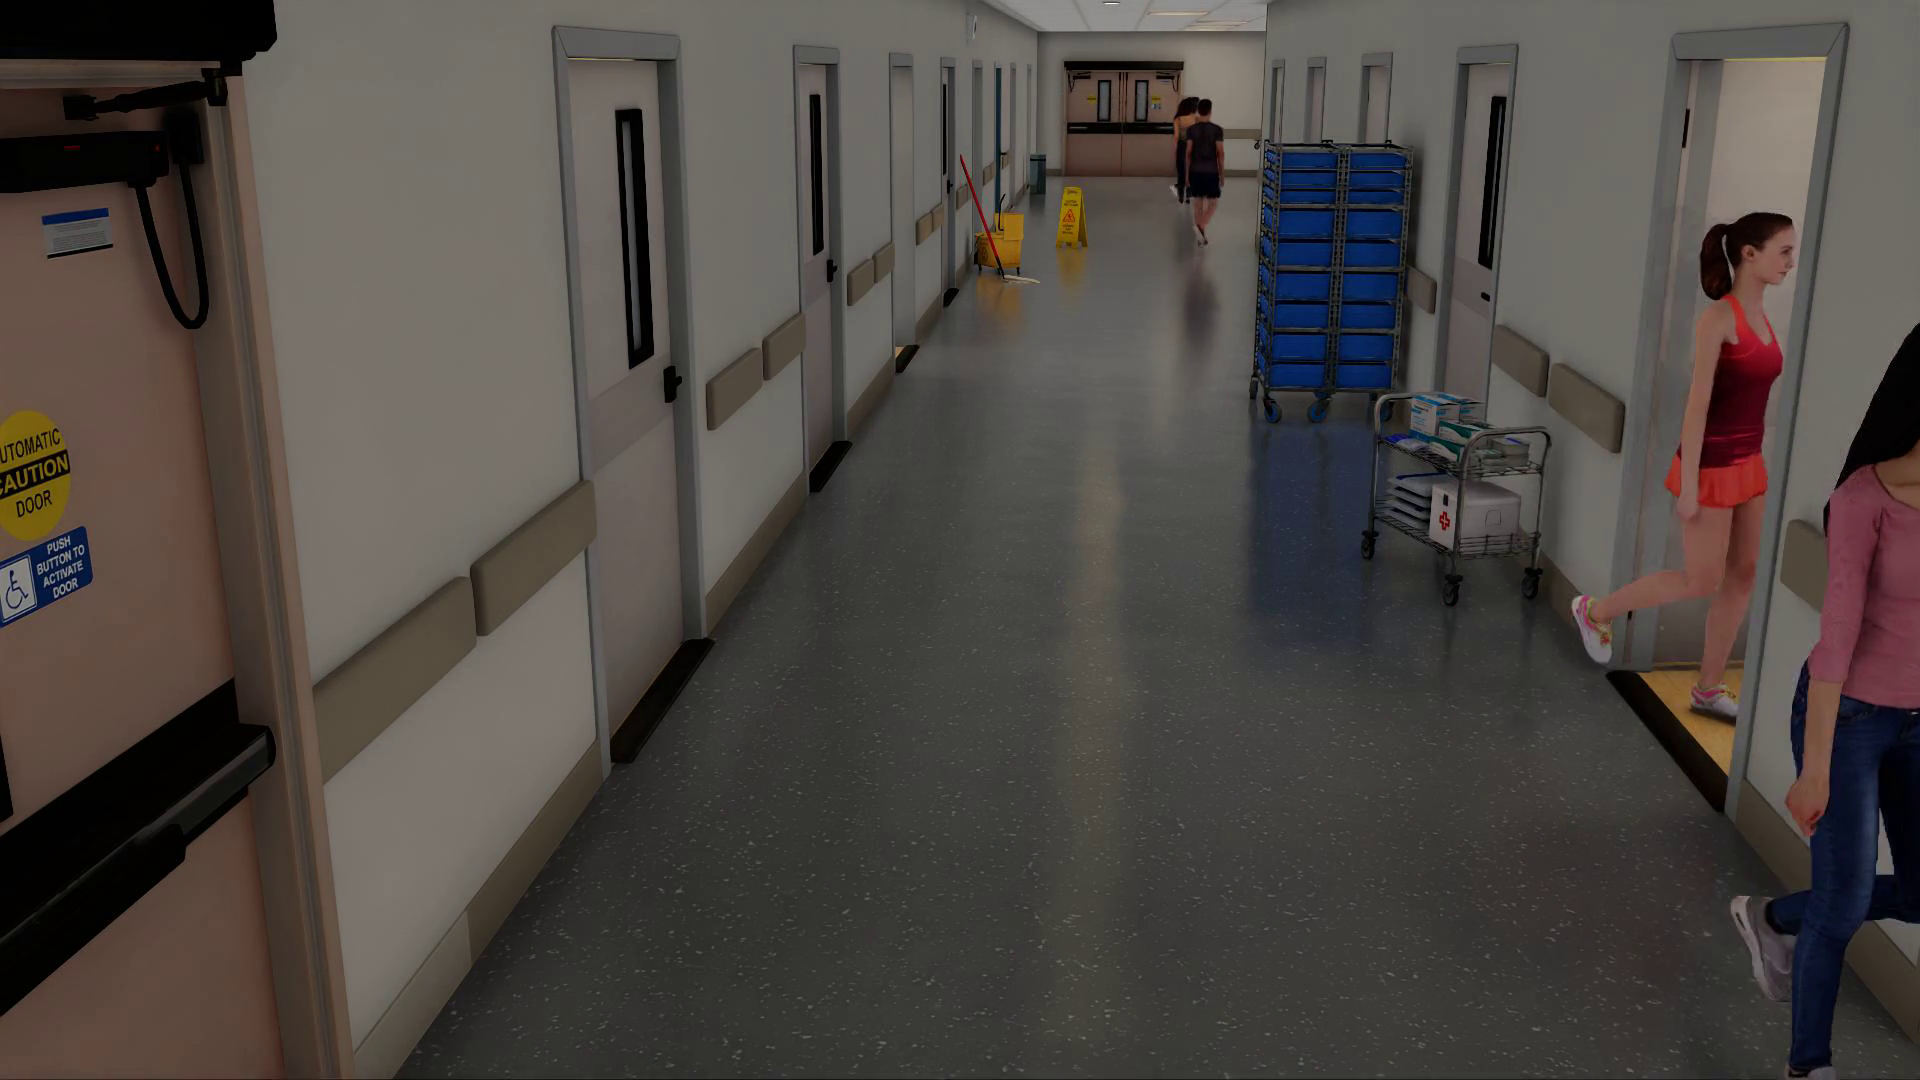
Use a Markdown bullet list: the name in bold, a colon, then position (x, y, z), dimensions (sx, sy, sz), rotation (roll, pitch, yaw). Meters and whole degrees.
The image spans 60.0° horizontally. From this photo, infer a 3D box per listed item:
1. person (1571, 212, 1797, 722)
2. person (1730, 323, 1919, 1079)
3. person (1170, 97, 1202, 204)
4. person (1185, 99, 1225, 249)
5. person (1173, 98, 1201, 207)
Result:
- **person**: position (2.514, -0.234, 5.674), dimensions (0.943, 1.730, 0.998), rotation (-14, 21, -41)
- **person**: position (1.886, 0.375, 3.514), dimensions (0.741, 1.730, 0.894), rotation (-3, 16, -9)
- **person**: position (3.851, -6.604, 28.210), dimensions (0.788, 1.762, 0.784), rotation (6, 17, 20)
- **person**: position (3.049, -4.573, 20.862), dimensions (0.839, 1.841, 1.006), rotation (7, 17, 24)
- **person**: position (3.709, -6.261, 27.089), dimensions (0.601, 1.710, 1.210), rotation (0, 16, 2)
